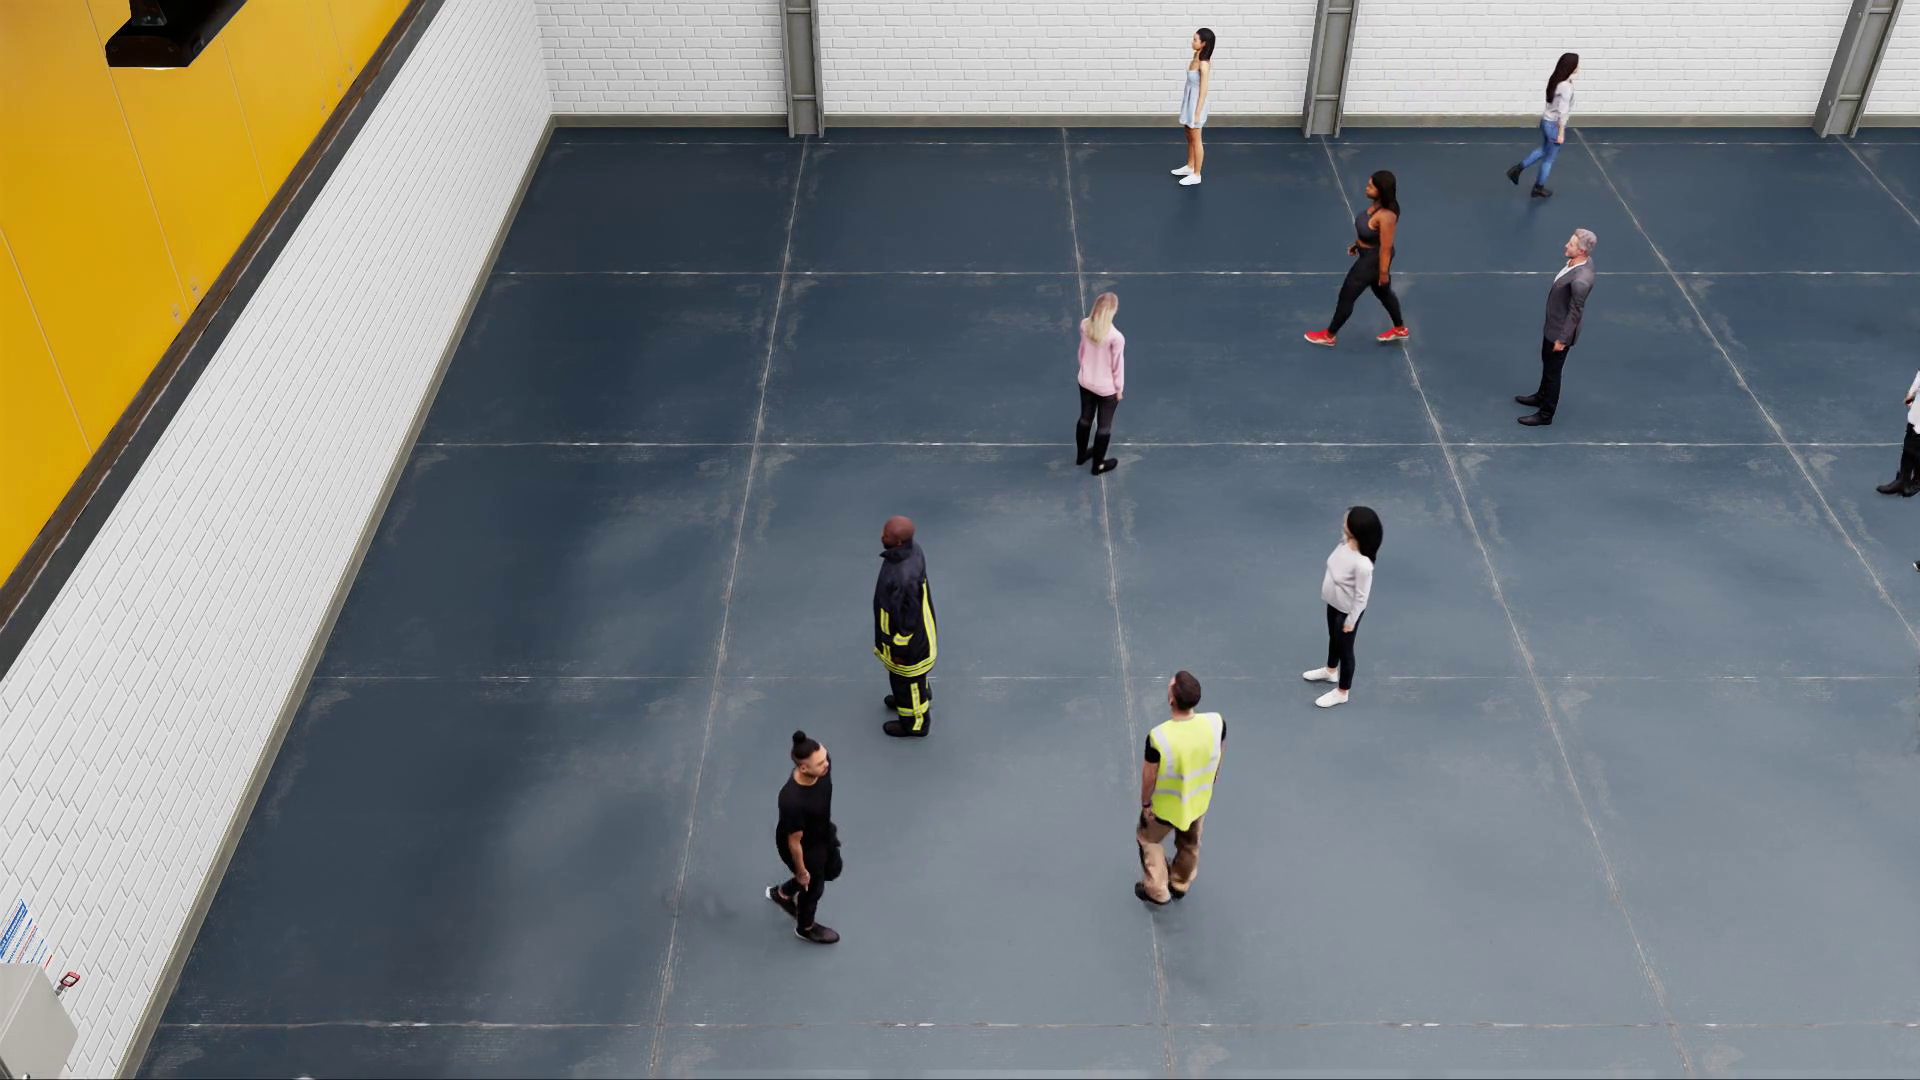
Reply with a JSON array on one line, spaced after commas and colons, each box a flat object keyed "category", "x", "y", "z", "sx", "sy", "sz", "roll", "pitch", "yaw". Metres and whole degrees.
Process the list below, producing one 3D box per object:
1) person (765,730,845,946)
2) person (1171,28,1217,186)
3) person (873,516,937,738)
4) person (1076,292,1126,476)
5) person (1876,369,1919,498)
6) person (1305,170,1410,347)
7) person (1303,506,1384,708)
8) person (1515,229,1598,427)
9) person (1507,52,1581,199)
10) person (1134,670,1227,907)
[{"category": "person", "x": -0.986, "y": 1.727, "z": 9.823, "sx": 0.878, "sy": 1.848, "sz": 0.838, "roll": 12, "pitch": 40, "yaw": 14}, {"category": "person", "x": 2.550, "y": -4.690, "z": 17.952, "sx": 0.589, "sy": 1.730, "sz": 0.625, "roll": -7, "pitch": 39, "yaw": -8}, {"category": "person", "x": -0.356, "y": 0.568, "z": 11.296, "sx": 0.644, "sy": 1.822, "sz": 0.717, "roll": -1, "pitch": 39, "yaw": -1}, {"category": "person", "x": 1.137, "y": -1.292, "z": 13.734, "sx": 0.745, "sy": 1.686, "sz": 0.686, "roll": -31, "pitch": 48, "yaw": -33}, {"category": "person", "x": 7.920, "y": -1.070, "z": 13.369, "sx": 0.690, "sy": 1.794, "sz": 0.676, "roll": -5, "pitch": 39, "yaw": -6}, {"category": "person", "x": 3.880, "y": -2.546, "z": 15.238, "sx": 1.246, "sy": 1.768, "sz": 0.794, "roll": 5, "pitch": 39, "yaw": 6}, {"category": "person", "x": 2.693, "y": 0.439, "z": 11.553, "sx": 0.571, "sy": 1.701, "sz": 0.636, "roll": -4, "pitch": 39, "yaw": -5}, {"category": "person", "x": 5.164, "y": -1.846, "z": 14.303, "sx": 0.671, "sy": 1.841, "sz": 0.773, "roll": 8, "pitch": 39, "yaw": 9}, {"category": "person", "x": 6.210, "y": -4.385, "z": 17.660, "sx": 0.740, "sy": 1.619, "sz": 0.603, "roll": -1, "pitch": 39, "yaw": -1}, {"category": "person", "x": 1.352, "y": 1.577, "z": 10.023, "sx": 0.744, "sy": 1.833, "sz": 0.853, "roll": -10, "pitch": 40, "yaw": -13}]
